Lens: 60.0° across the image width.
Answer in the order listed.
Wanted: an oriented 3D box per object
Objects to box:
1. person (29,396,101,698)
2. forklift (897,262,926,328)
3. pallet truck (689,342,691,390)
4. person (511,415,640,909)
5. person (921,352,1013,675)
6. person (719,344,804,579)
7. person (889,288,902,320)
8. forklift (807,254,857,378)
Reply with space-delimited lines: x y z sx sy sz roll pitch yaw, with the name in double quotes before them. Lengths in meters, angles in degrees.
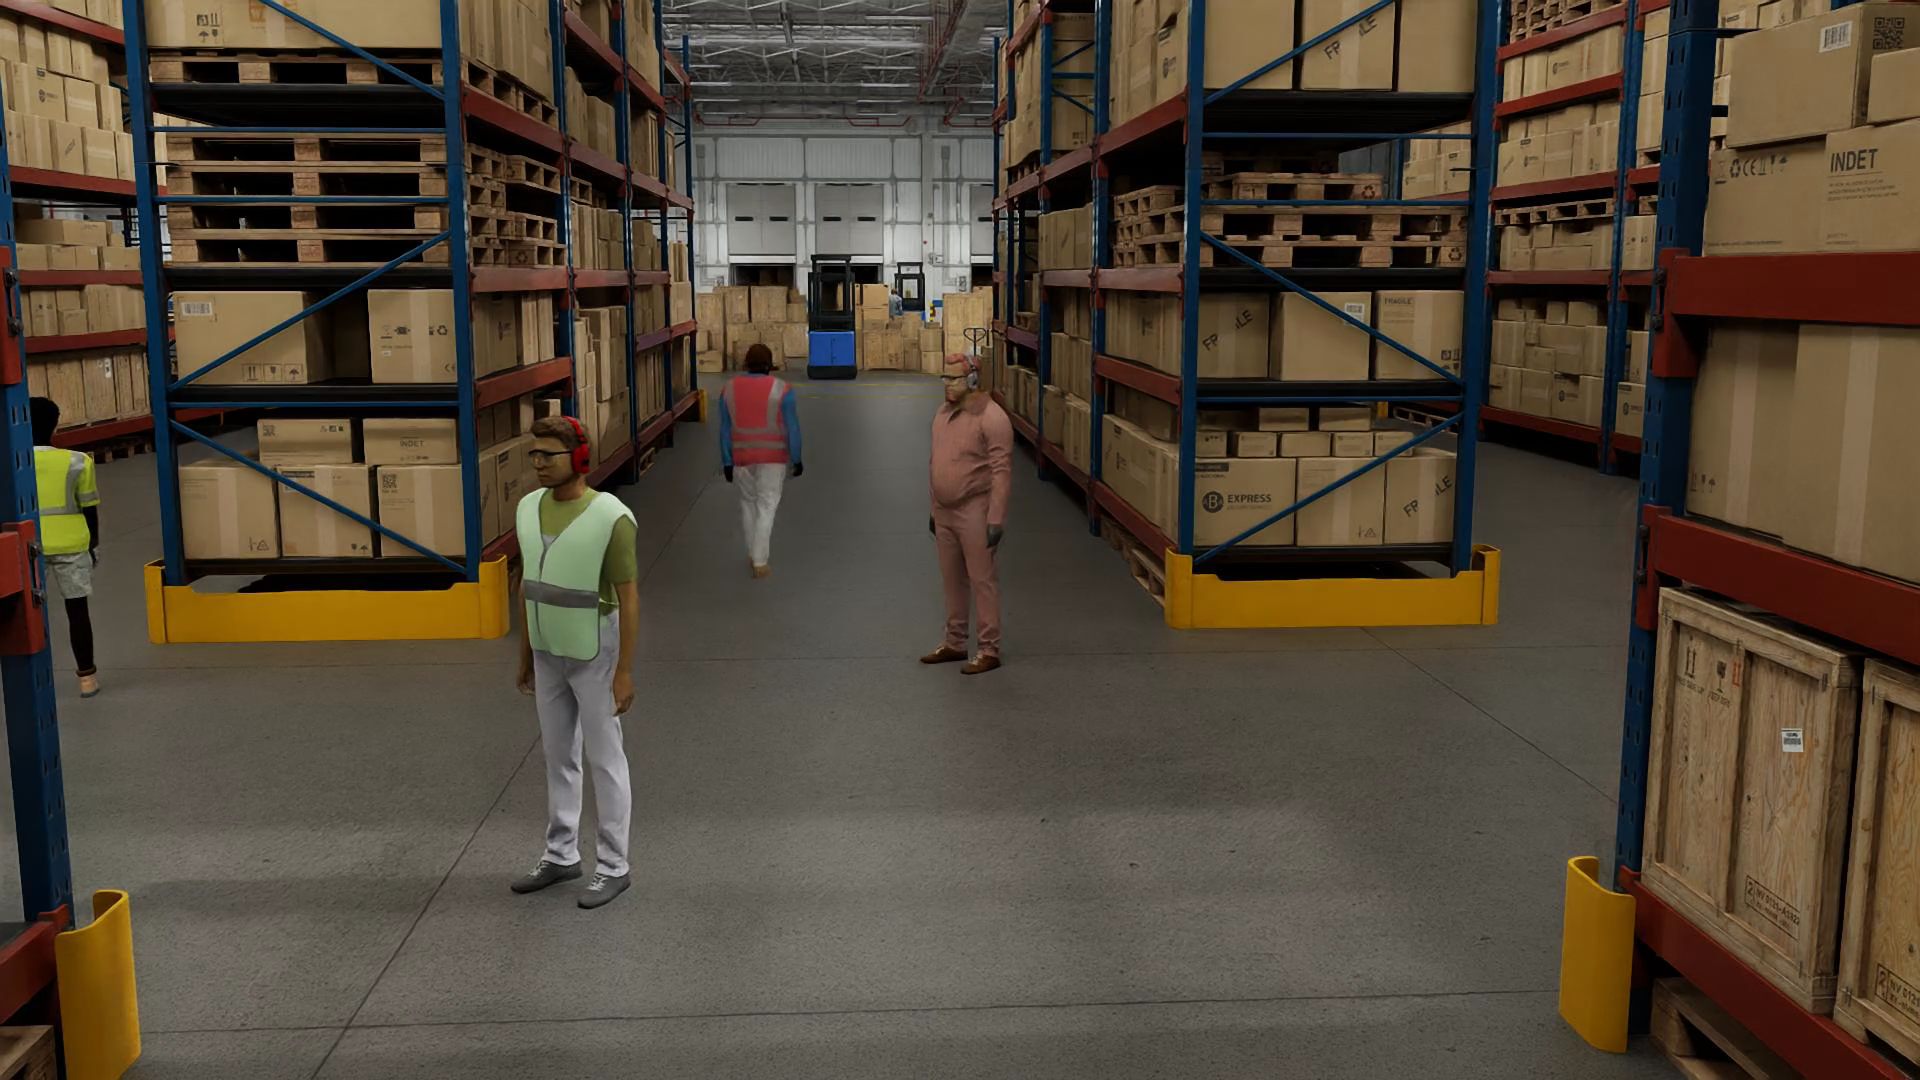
"person" -5.045 0.052 9.225 0.530 1.692 0.320 -5 10 -28
"forklift" -1.780 -8.547 59.499 1.129 2.768 1.873 -1 9 -4
"pallet truck" -5.225 -3.008 27.480 1.885 1.965 0.823 2 9 14
"person" -1.431 0.446 6.260 0.564 1.847 0.395 6 11 32
"person" 0.018 -0.160 9.893 0.402 1.904 0.652 -7 12 -39
"person" -1.536 -0.637 13.151 0.620 1.812 0.867 2 9 15
"person" -2.304 -7.827 57.978 0.636 1.929 0.385 3 10 19
"forklift" -2.942 -5.145 38.138 1.129 2.768 1.873 -1 9 -4
